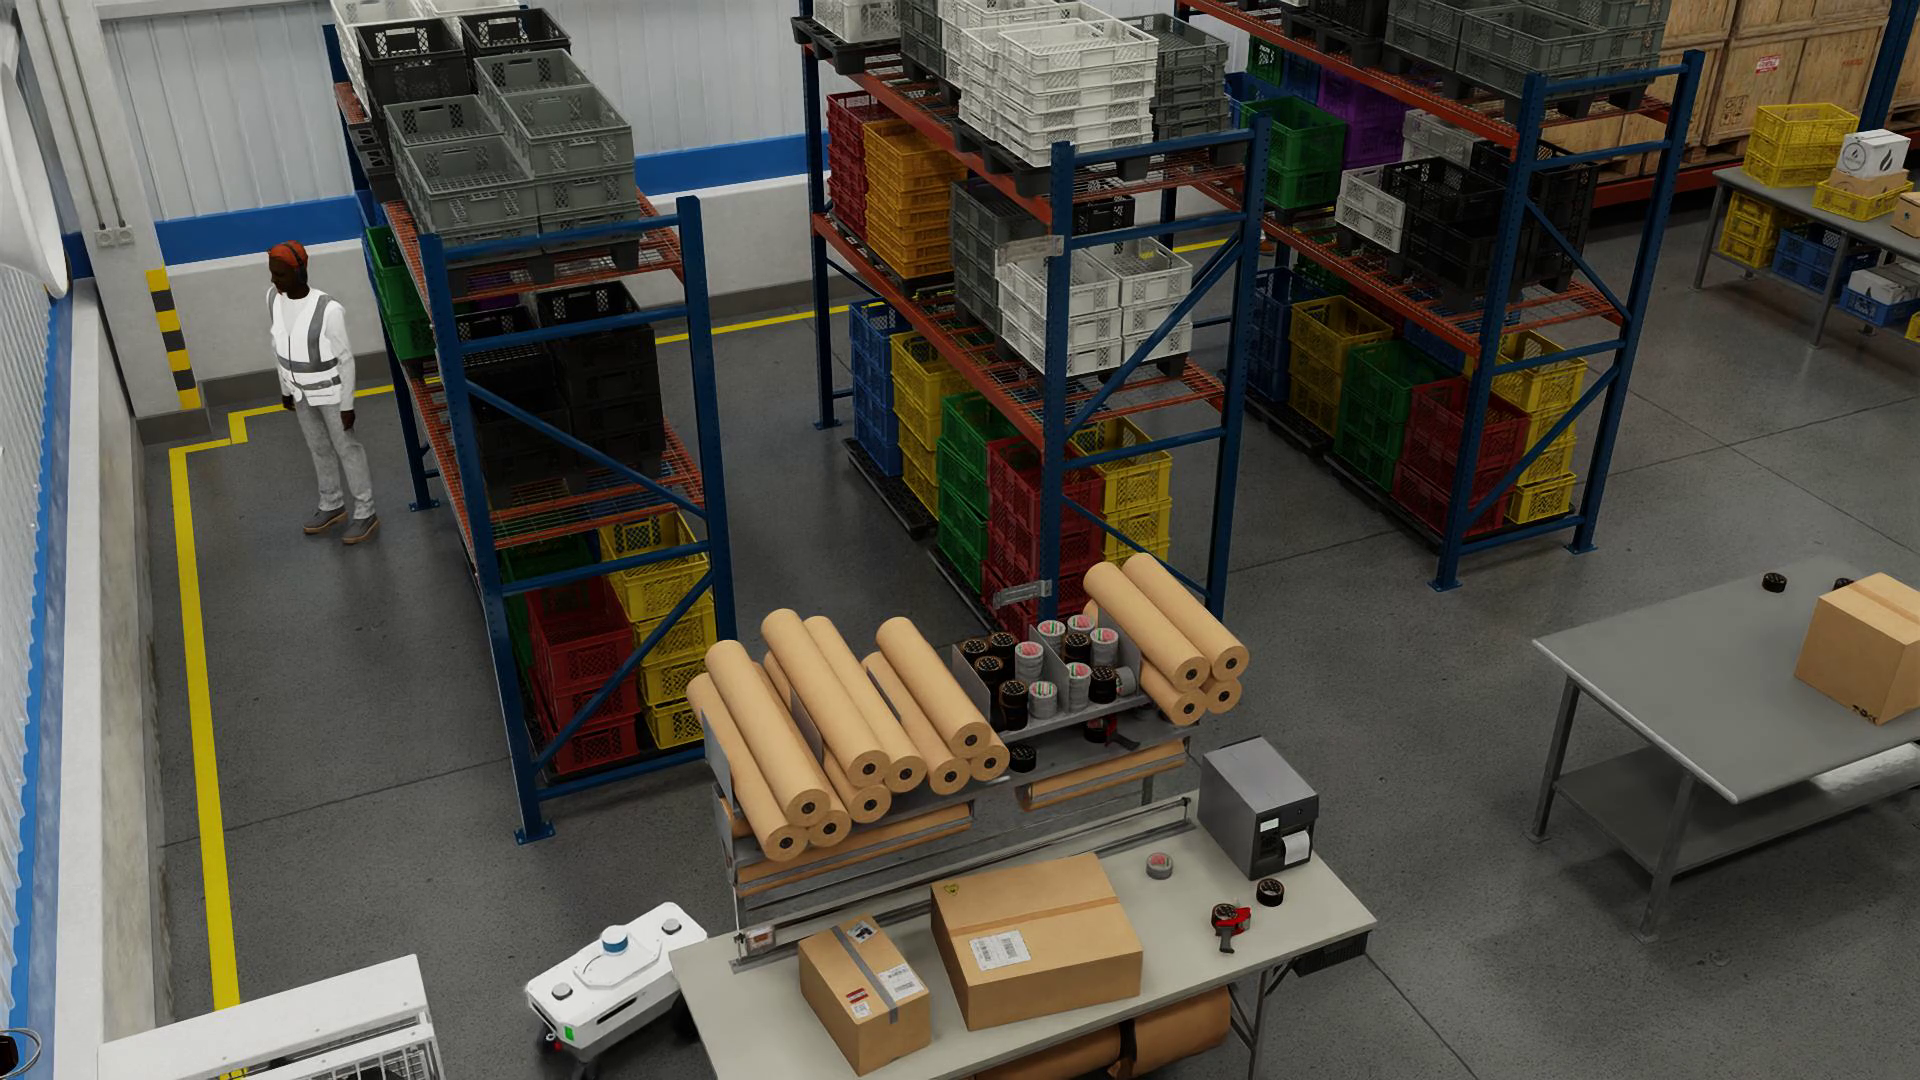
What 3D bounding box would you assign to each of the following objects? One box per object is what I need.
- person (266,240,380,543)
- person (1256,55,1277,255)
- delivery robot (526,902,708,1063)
[{"bbox_3d":[-3.795,-0.866,9.826,0.575,1.882,0.355,14,34,22],"label":"person"},{"bbox_3d":[2.665,-3.353,13.810,0.638,1.938,0.357,-27,41,-37],"label":"person"},{"bbox_3d":[-1.373,1.767,6.719,0.707,0.478,0.477,-26,40,-35],"label":"delivery robot"}]
